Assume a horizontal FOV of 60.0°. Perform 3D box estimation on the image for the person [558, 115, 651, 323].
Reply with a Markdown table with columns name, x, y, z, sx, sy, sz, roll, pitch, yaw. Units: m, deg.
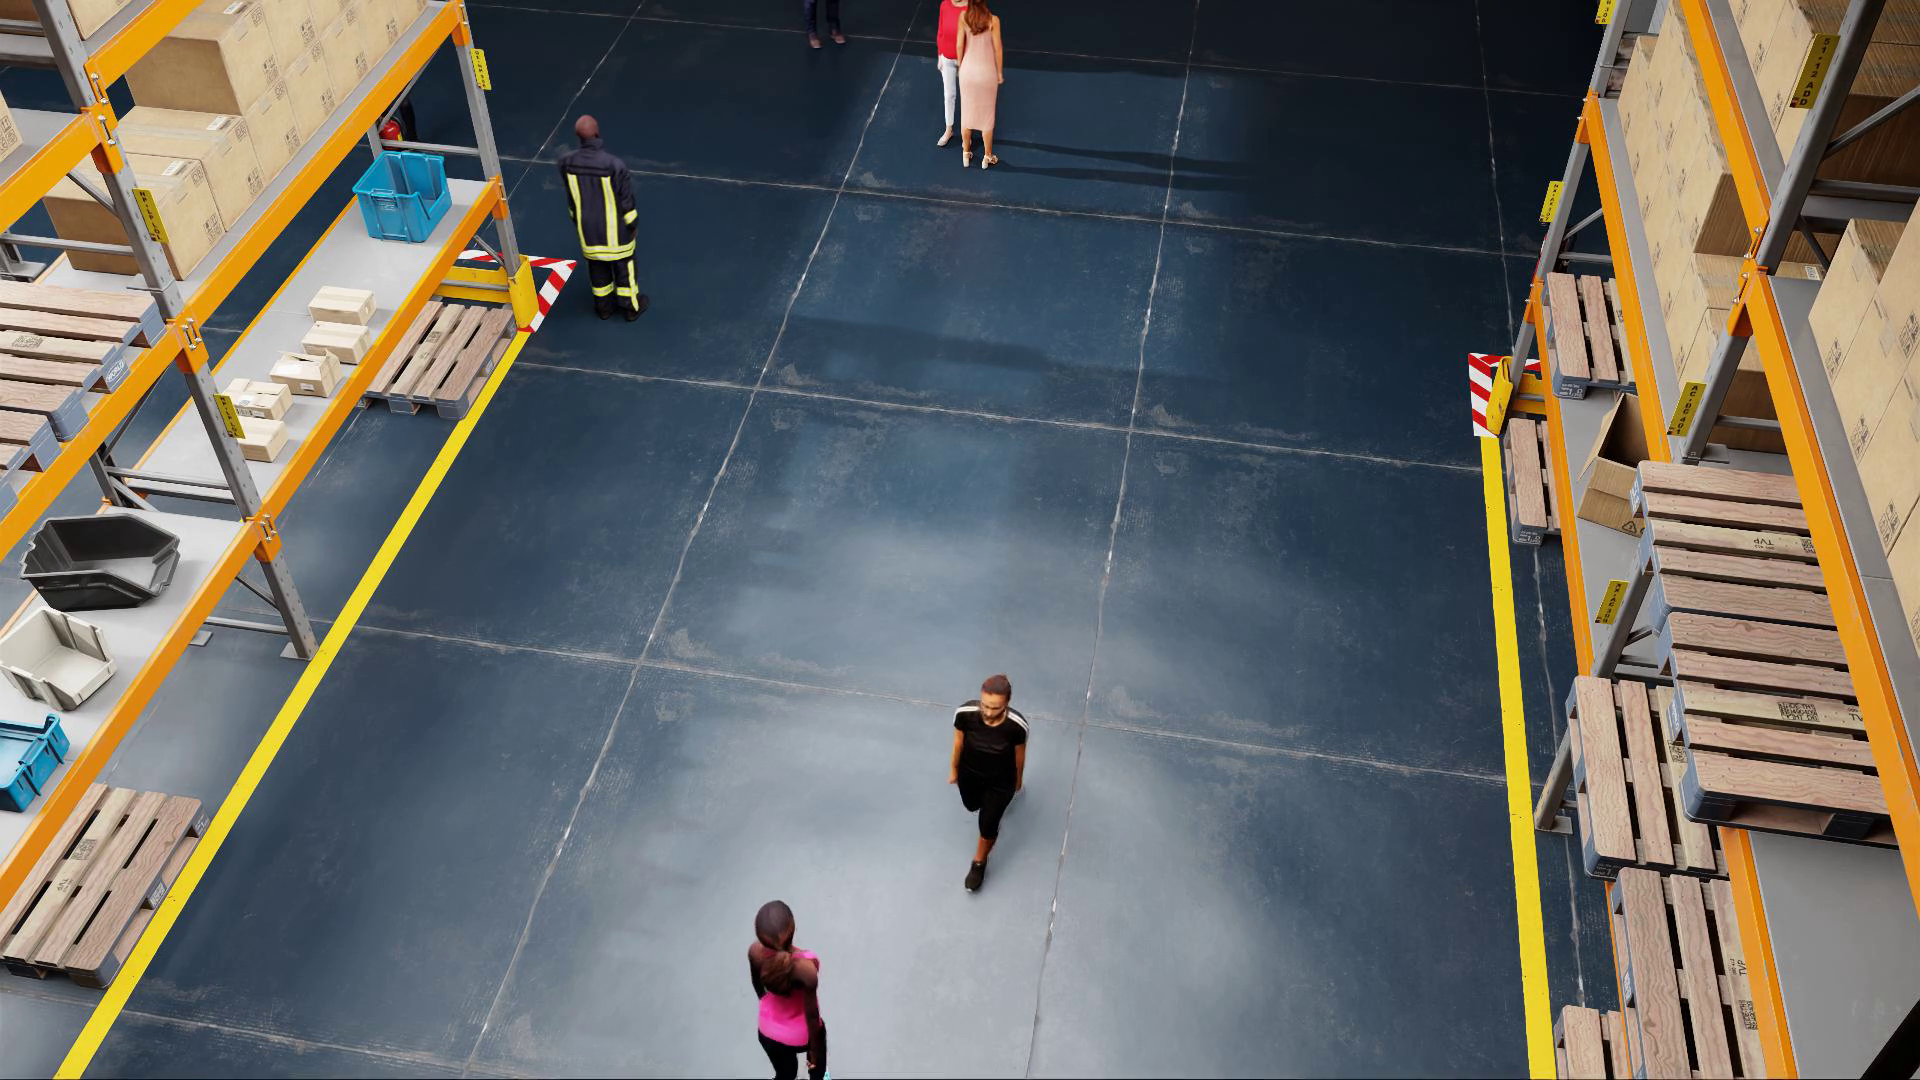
| name | x | y | z | sx | sy | sz | roll | pitch | yaw |
| --- | --- | --- | --- | --- | --- | --- | --- | --- | --- |
| person | -2.889 | -2.594 | 13.430 | 0.729 | 1.821 | 0.642 | 9 | 44 | 9 |

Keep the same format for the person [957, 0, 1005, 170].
| name | x | y | z | sx | sy | sz | roll | pitch | yaw |
| --- | --- | --- | --- | --- | --- | --- | --- | --- | --- |
| person | 0.168 | -4.236 | 15.146 | 0.610 | 1.832 | 0.552 | 14 | 45 | 14 |

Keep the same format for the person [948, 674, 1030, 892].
| name | x | y | z | sx | sy | sz | roll | pitch | yaw |
| --- | --- | --- | --- | --- | --- | --- | --- | --- | --- |
| person | 0.183 | 1.263 | 9.508 | 0.727 | 1.646 | 0.988 | 18 | 46 | 18 |

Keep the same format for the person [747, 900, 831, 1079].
| name | x | y | z | sx | sy | sz | roll | pitch | yaw |
| --- | --- | --- | --- | --- | --- | --- | --- | --- | --- |
| person | -0.844 | 2.478 | 8.209 | 0.653 | 1.679 | 0.783 | 22 | 48 | 21 |

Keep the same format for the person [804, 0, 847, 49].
| name | x | y | z | sx | sy | sz | roll | pitch | yaw |
| --- | --- | --- | --- | --- | --- | --- | --- | --- | --- |
| person | -1.438 | -5.932 | 16.921 | 0.861 | 1.840 | 0.892 | -20 | 47 | -20 |

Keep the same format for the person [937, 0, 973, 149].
| name | x | y | z | sx | sy | sz | roll | pitch | yaw |
| --- | --- | --- | --- | --- | --- | --- | --- | --- | --- |
| person | -0.014 | -4.473 | 15.495 | 0.545 | 1.694 | 0.549 | 9 | 44 | 9 |
